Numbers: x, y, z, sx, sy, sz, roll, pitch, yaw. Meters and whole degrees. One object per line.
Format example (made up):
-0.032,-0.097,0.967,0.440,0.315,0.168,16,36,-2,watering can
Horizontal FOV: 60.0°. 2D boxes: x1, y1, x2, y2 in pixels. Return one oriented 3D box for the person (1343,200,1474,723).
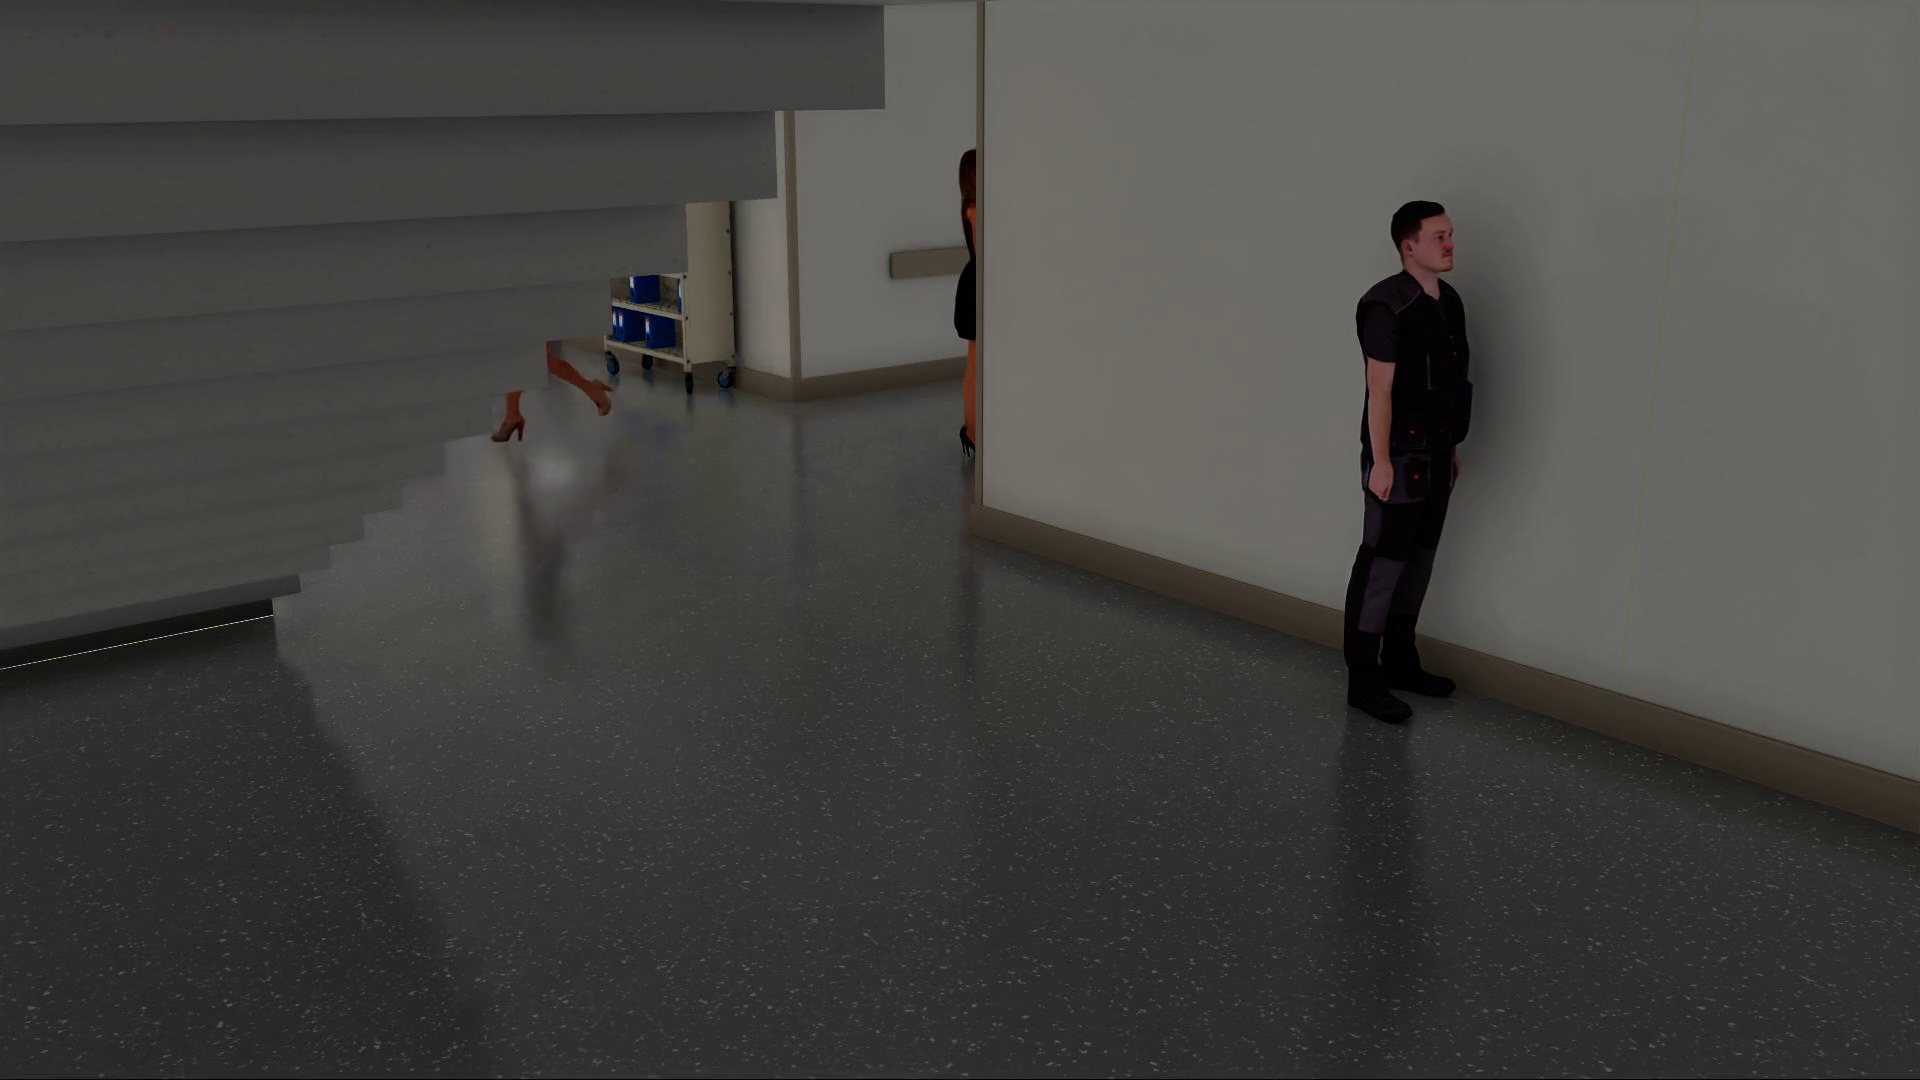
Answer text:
1.618,-0.297,6.021,0.628,1.846,0.746,14,21,40,person
